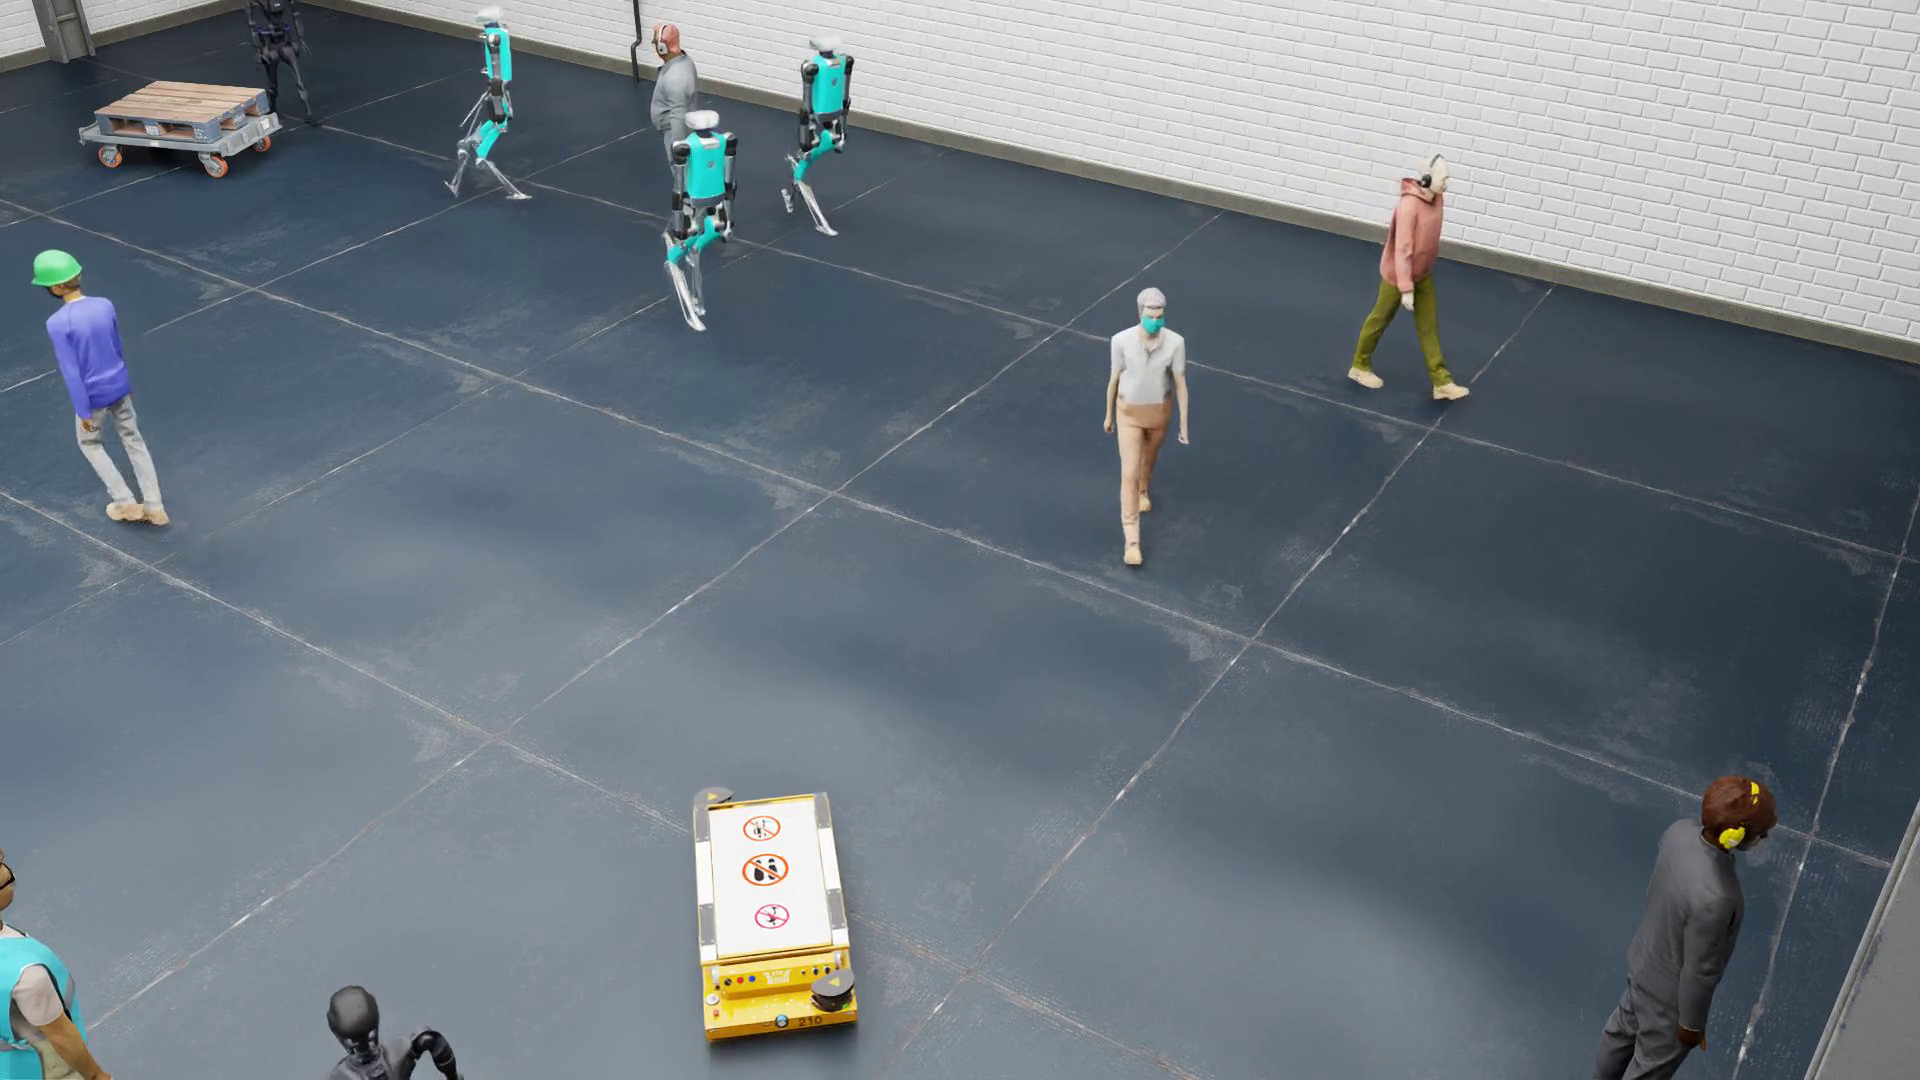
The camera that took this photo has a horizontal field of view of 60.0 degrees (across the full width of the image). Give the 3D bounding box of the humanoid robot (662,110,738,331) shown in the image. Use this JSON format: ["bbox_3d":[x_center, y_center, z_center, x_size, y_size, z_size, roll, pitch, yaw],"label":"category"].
[{"bbox_3d":[-2.064,-2.472,12.762,0.555,1.803,0.820,-22,39,-30],"label":"humanoid robot"}]

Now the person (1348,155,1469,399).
[{"bbox_3d":[3.220,-1.811,11.668,0.547,1.791,0.950,-23,39,-32],"label":"person"}]

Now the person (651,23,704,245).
[{"bbox_3d":[-2.384,-3.390,14.022,0.404,1.905,0.642,0,33,0],"label":"person"}]

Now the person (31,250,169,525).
[{"bbox_3d":[-5.284,-0.909,10.196,0.501,1.855,0.483,17,37,25],"label":"person"}]

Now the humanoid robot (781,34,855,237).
[{"bbox_3d":[-1.371,-3.566,14.459,0.963,1.769,0.558,28,42,36],"label":"humanoid robot"}]

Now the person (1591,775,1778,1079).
[{"bbox_3d":[2.679,1.635,6.229,0.354,1.874,0.492,2,33,3],"label":"person"}]

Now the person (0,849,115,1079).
[{"bbox_3d":[-3.295,1.834,5.944,0.565,1.846,0.390,16,36,23],"label":"person"}]

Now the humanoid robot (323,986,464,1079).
[{"bbox_3d":[-1.886,2.161,5.641,0.608,1.625,0.798,-26,41,-34],"label":"humanoid robot"}]

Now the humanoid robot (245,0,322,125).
[{"bbox_3d":[-6.891,-5.024,16.813,0.783,1.625,0.601,26,41,35],"label":"humanoid robot"}]

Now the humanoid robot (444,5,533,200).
[{"bbox_3d":[-4.402,-3.864,14.965,0.865,1.819,0.556,-3,33,-5],"label":"humanoid robot"}]

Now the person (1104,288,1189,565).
[{"bbox_3d":[1.142,-0.786,10.161,0.495,1.700,0.924,-1,33,-2],"label":"person"}]

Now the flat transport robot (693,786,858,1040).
[{"bbox_3d":[-0.877,1.659,7.675,0.659,0.231,1.431,-5,33,-8],"label":"flat transport robot"}]
